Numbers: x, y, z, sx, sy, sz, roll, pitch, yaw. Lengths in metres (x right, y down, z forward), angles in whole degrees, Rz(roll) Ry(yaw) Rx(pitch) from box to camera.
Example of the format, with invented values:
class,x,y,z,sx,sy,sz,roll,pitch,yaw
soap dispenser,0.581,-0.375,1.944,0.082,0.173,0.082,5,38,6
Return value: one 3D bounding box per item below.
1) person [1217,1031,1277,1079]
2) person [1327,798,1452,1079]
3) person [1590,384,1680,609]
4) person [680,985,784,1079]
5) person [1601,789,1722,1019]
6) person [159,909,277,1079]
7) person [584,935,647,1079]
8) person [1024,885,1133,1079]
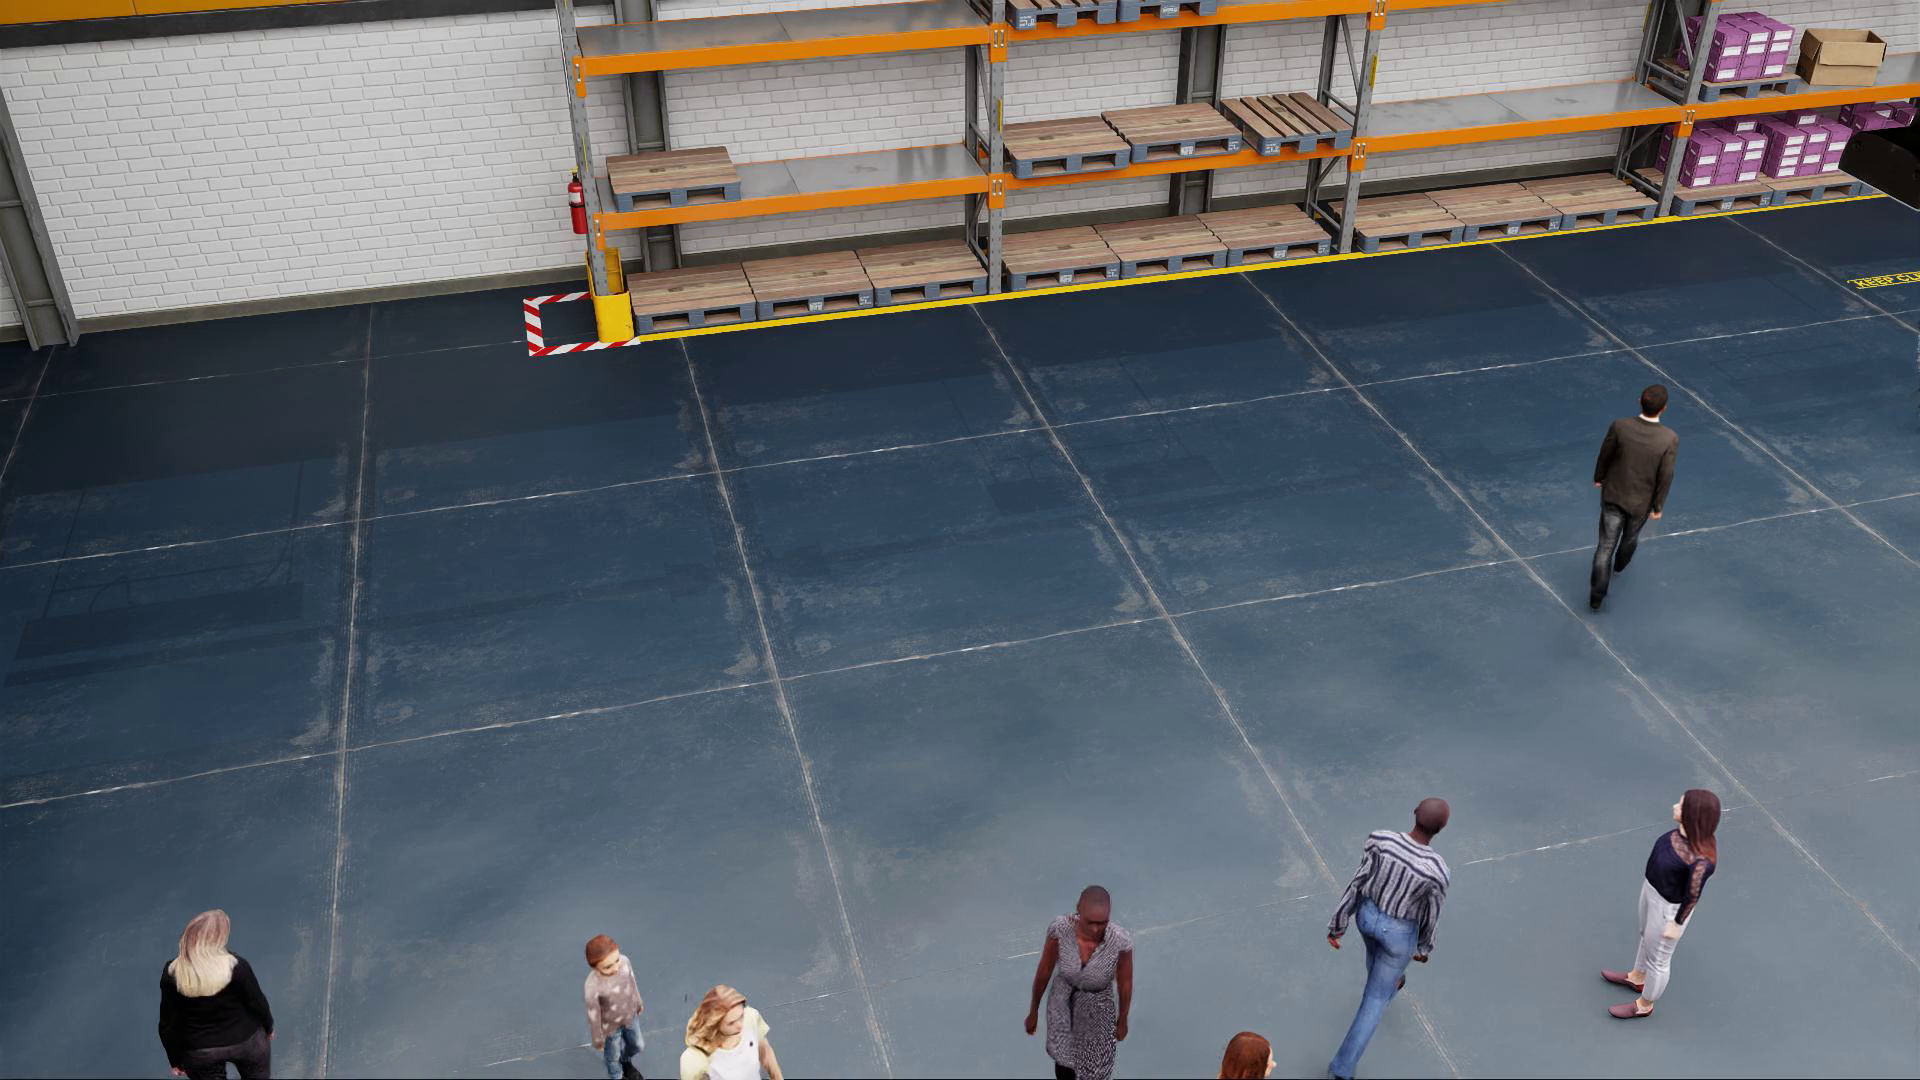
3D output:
class,x,y,z,sx,sy,sz,roll,pitch,yaw
person,1.252,2.867,7.650,0.595,1.728,0.636,2,34,2
person,2.186,2.151,8.733,1.085,1.723,1.248,23,40,31
person,4.947,-0.290,12.372,1.153,1.759,1.215,18,38,25
person,-1.176,2.685,7.952,0.980,1.698,0.936,17,37,23
person,3.845,1.979,9.095,0.671,1.608,0.678,6,34,8
person,-3.685,2.536,8.206,0.492,1.665,0.810,-17,37,-23
person,-1.844,2.474,8.729,0.647,1.189,0.569,24,40,31
person,0.644,2.331,8.415,0.879,1.775,0.928,12,35,17
